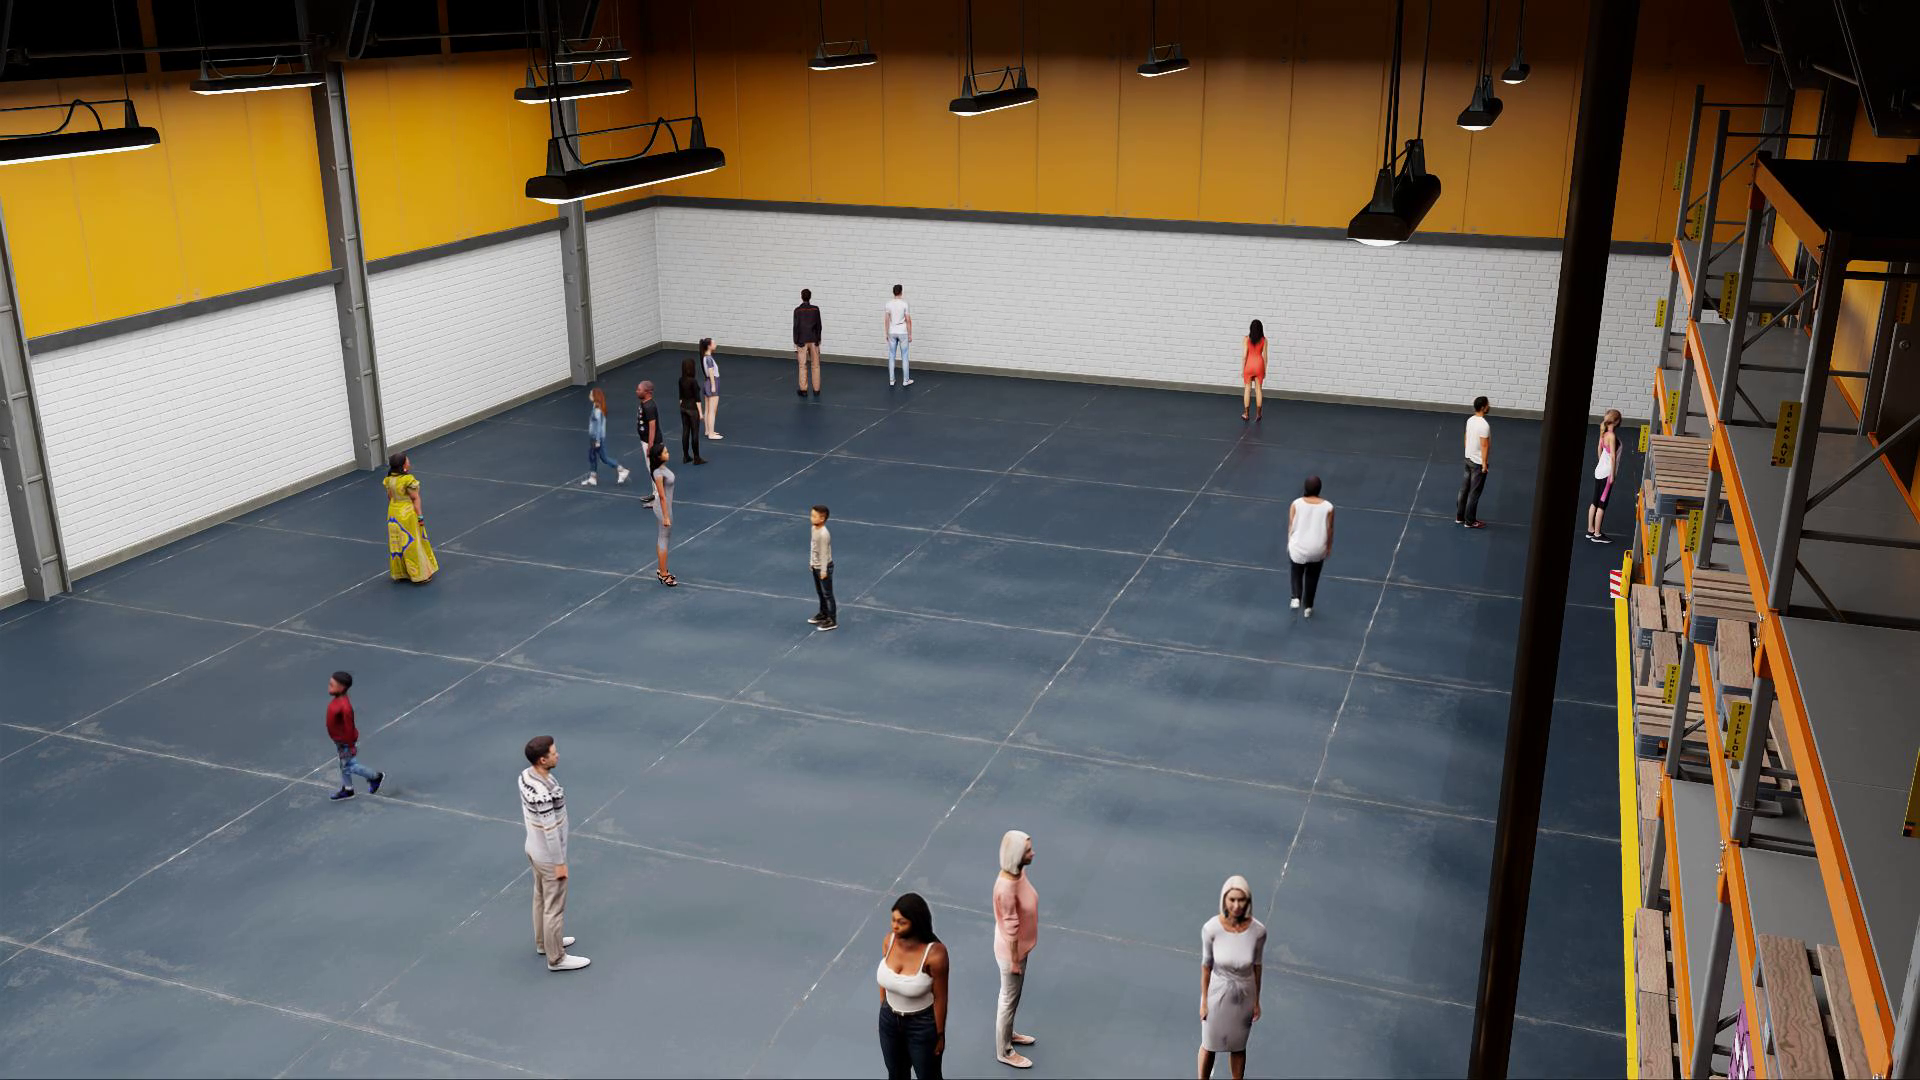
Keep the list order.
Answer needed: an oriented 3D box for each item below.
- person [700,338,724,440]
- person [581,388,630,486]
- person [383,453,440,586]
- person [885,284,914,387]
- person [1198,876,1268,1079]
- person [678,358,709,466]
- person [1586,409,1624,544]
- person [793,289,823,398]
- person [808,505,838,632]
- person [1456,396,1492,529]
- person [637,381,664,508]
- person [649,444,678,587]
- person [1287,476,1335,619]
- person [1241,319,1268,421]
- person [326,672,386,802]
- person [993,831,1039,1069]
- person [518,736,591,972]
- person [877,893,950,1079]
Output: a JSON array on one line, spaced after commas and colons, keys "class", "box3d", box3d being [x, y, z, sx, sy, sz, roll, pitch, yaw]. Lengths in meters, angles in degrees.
[{"class": "person", "box3d": [-4.057, -2.473, 27.006, 0.727, 1.650, 0.656, -7, 20, -21]}, {"class": "person", "box3d": [-5.234, -1.500, 24.418, 0.951, 1.456, 0.968, -5, 19, -14]}, {"class": "person", "box3d": [-6.820, -0.278, 20.469, 0.877, 1.660, 0.799, 9, 21, 25]}, {"class": "person", "box3d": [-1.133, -3.772, 30.547, 0.664, 1.851, 0.561, 5, 19, 14]}, {"class": "person", "box3d": [1.734, 2.951, 10.737, 0.629, 1.752, 0.622, -1, 19, -2]}, {"class": "person", "box3d": [-4.150, -1.981, 25.555, 0.631, 1.642, 0.585, 13, 22, 33]}, {"class": "person", "box3d": [8.525, -0.861, 22.001, 0.732, 1.788, 0.583, 0, 19, -1]}, {"class": "person", "box3d": [-2.725, -3.538, 29.734, 0.790, 1.925, 0.834, -7, 20, -20]}, {"class": "person", "box3d": [-1.571, 0.299, 19.070, 0.664, 1.459, 0.609, -9, 21, -25]}, {"class": "person", "box3d": [7.006, -1.078, 22.621, 0.781, 1.803, 0.667, -4, 19, -12]}, {"class": "person", "box3d": [-4.363, -1.369, 23.485, 0.814, 1.804, 0.715, -5, 19, -13]}, {"class": "person", "box3d": [-3.648, -0.321, 20.407, 0.720, 1.781, 0.611, -3, 19, -9]}, {"class": "person", "box3d": [4.043, 0.089, 19.360, 0.696, 1.673, 0.689, 5, 19, 14]}, {"class": "person", "box3d": [4.970, -2.886, 28.123, 0.645, 1.718, 0.632, 0, 19, 1]}, {"class": "person", "box3d": [-5.501, 1.771, 15.038, 0.794, 1.245, 0.723, -10, 21, -26]}, {"class": "person", "box3d": [0.362, 2.757, 11.355, 0.704, 1.726, 0.533, 2, 19, 7]}, {"class": "person", "box3d": [-3.094, 2.319, 12.442, 0.798, 1.861, 0.764, -11, 21, -29]}, {"class": "person", "box3d": [-0.292, 3.022, 10.438, 0.706, 1.809, 0.685, 12, 22, 33]}]
